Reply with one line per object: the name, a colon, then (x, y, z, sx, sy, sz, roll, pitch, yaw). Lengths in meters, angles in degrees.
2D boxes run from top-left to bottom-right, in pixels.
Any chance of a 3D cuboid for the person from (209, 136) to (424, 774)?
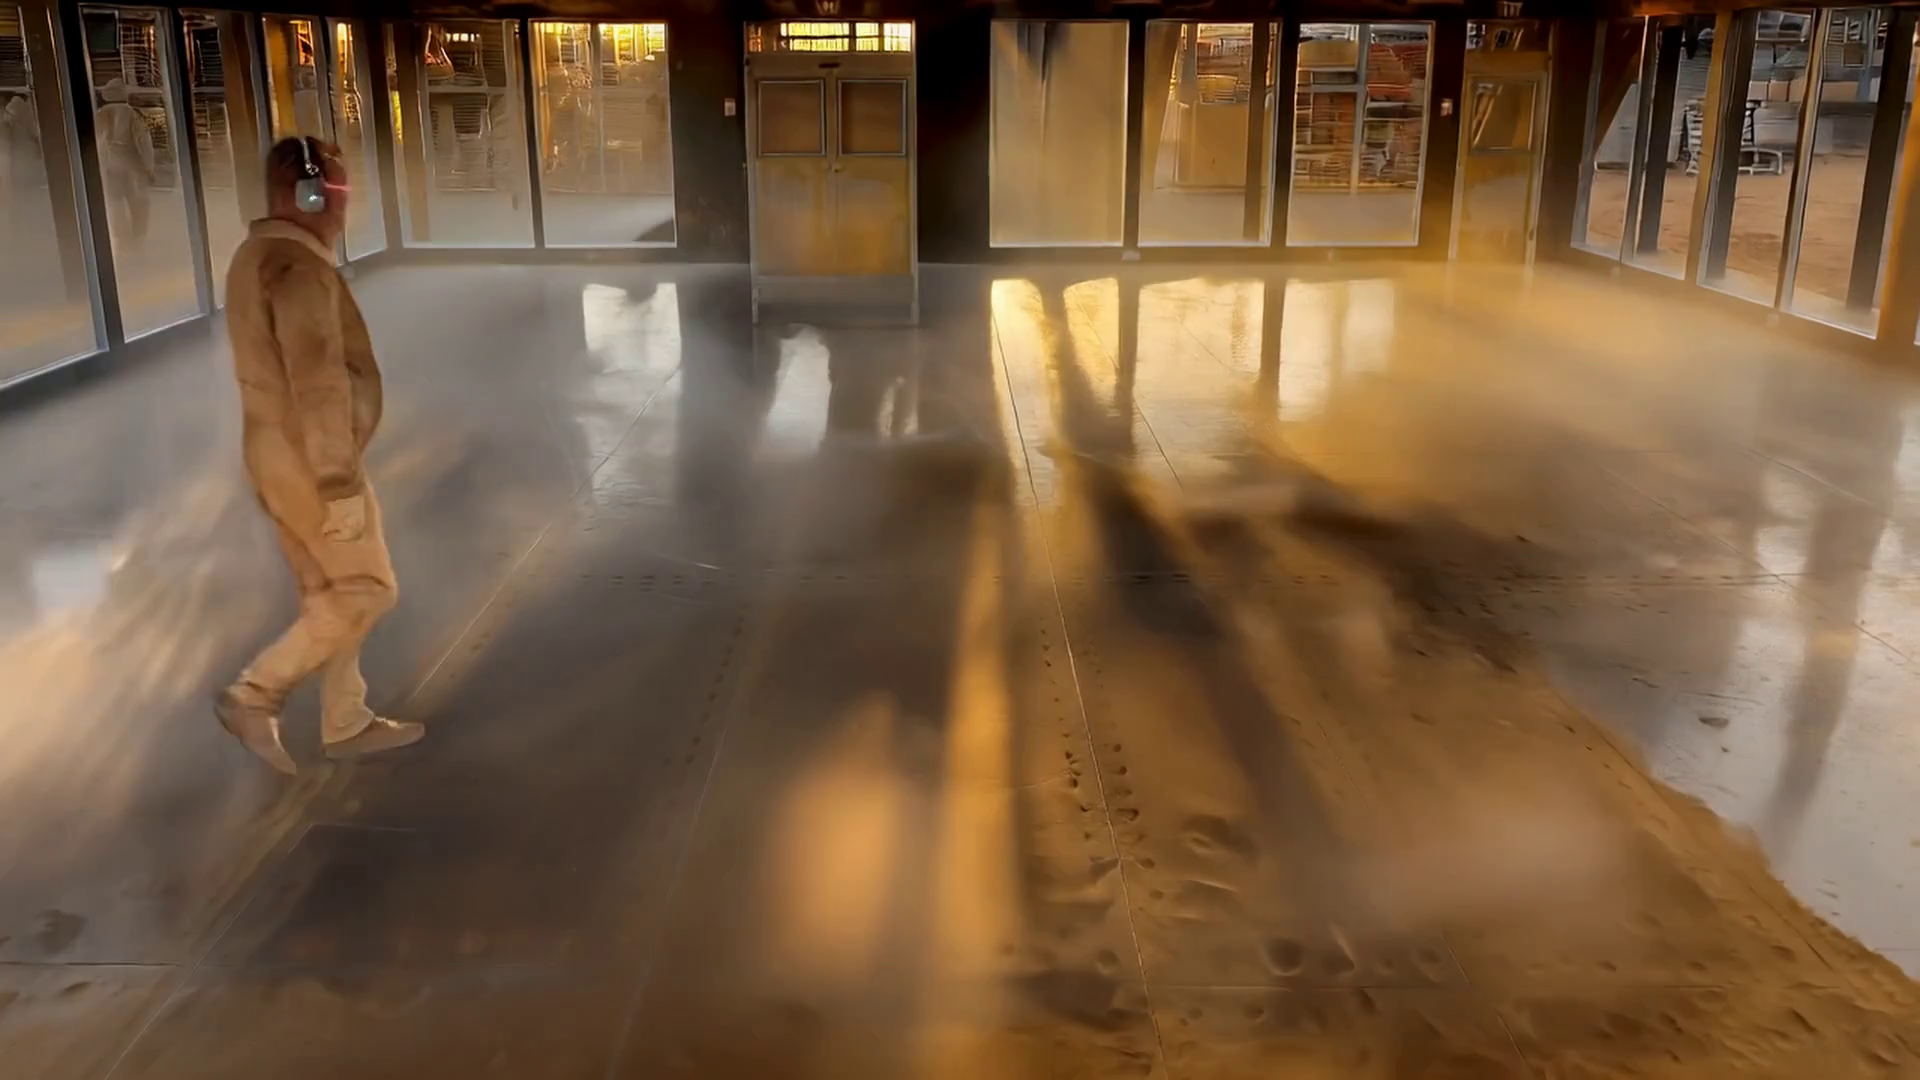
person: (-1.939, -0.214, 4.865, 0.516, 1.883, 0.655, -10, 19, -31)
